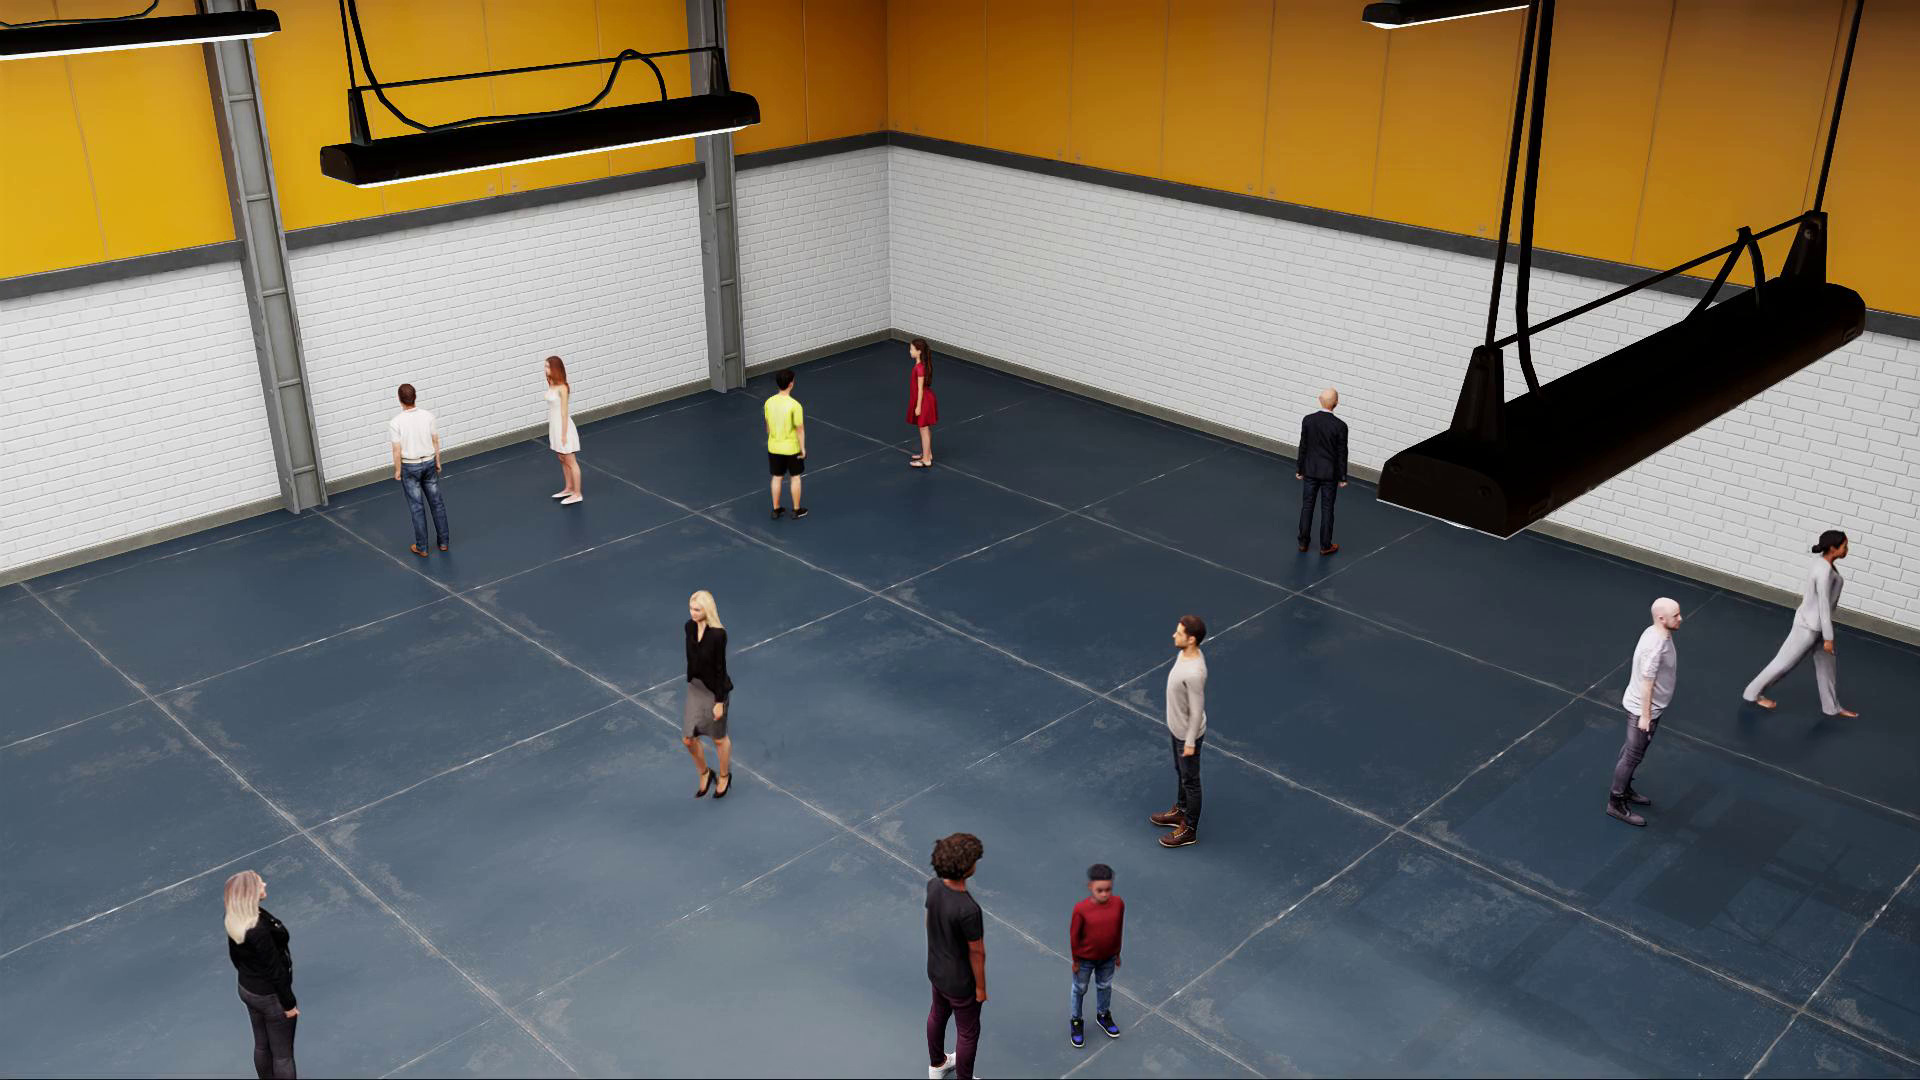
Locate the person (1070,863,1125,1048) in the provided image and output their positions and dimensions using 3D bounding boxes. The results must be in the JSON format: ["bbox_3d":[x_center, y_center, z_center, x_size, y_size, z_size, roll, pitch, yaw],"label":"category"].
[{"bbox_3d":[0.852,2.580,10.477,0.539,1.256,0.636,-7,25,-16],"label":"person"}]

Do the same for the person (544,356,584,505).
[{"bbox_3d":[-4.455,-1.253,18.678,0.579,1.711,0.593,-15,28,-31],"label":"person"}]

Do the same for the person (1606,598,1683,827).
[{"bbox_3d":[5.254,1.269,12.758,0.786,1.830,0.611,12,27,26],"label":"person"}]

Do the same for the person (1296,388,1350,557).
[{"bbox_3d":[3.770,-0.720,17.347,0.753,1.799,0.673,13,27,27],"label":"person"}]

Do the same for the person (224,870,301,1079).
[{"bbox_3d":[-4.073,2.665,9.746,0.638,1.686,0.561,17,29,34],"label":"person"}]

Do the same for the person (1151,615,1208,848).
[{"bbox_3d":[1.690,1.408,12.395,0.783,1.866,0.747,-2,24,-5],"label":"person"}]

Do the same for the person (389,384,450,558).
[{"bbox_3d":[-5.635,-0.743,17.329,0.533,1.856,0.735,-18,30,-36],"label":"person"}]

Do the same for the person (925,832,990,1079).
[{"bbox_3d":[-0.027,2.532,9.931,0.570,1.781,0.644,-18,29,-35],"label":"person"}]

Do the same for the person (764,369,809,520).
[{"bbox_3d":[-1.948,-1.035,18.187,0.731,1.703,0.738,8,25,18],"label":"person"}]

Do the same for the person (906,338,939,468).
[{"bbox_3d":[-0.437,-1.649,19.781,0.748,1.551,0.688,0,24,1],"label":"person"}]

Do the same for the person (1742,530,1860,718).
[{"bbox_3d":[7.169,0.723,14.181,0.954,1.691,1.166,11,26,23],"label":"person"}]

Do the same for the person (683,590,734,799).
[{"bbox_3d":[-1.877,1.198,12.923,0.688,1.828,0.727,14,27,28],"label":"person"}]
